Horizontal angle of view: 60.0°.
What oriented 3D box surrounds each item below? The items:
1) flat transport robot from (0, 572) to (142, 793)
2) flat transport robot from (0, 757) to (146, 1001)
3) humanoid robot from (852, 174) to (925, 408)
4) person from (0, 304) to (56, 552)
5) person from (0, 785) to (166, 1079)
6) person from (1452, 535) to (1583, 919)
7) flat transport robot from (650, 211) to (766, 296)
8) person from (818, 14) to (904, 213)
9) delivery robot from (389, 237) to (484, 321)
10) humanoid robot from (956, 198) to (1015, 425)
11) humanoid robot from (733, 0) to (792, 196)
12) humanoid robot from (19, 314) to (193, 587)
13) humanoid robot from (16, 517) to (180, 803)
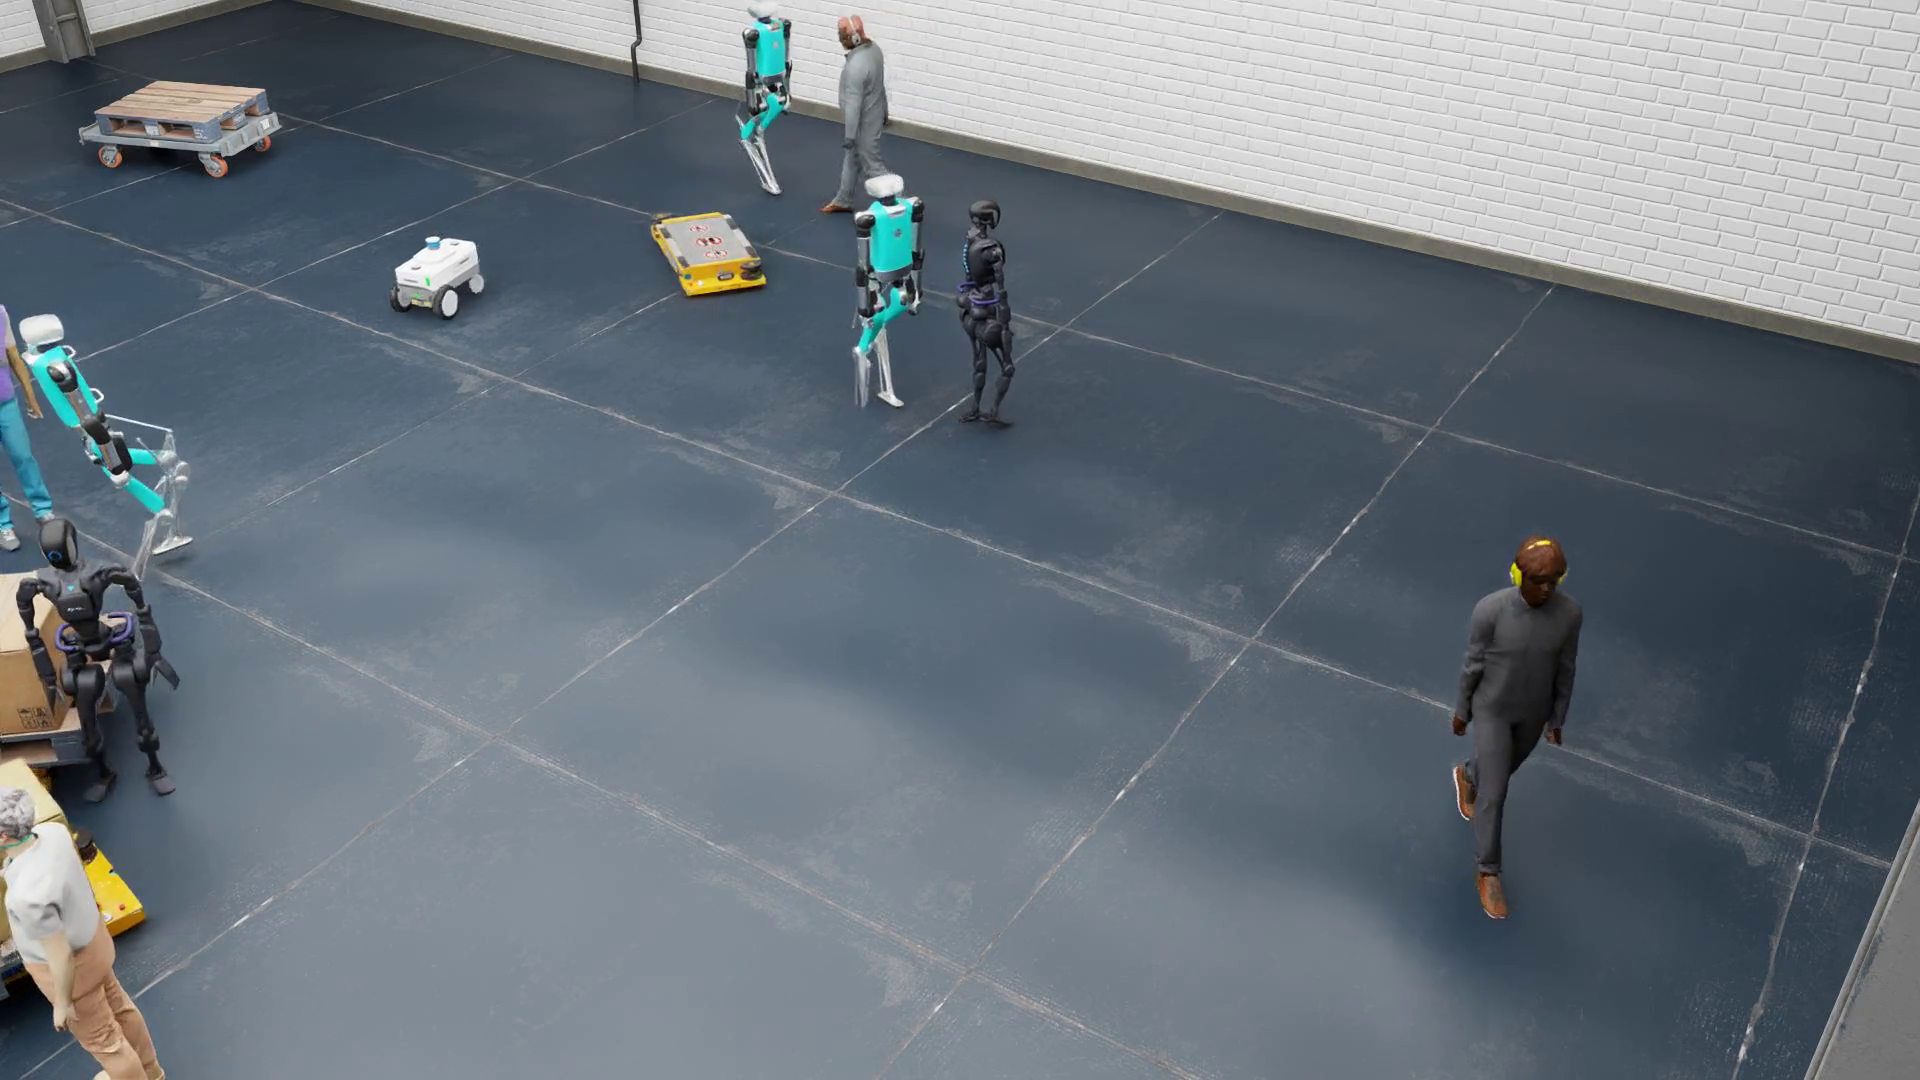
[{"bbox_3d":[-5.006,0.988,8.718,0.659,0.231,1.431,-5,33,-8],"label":"flat transport robot"},{"bbox_3d":[-4.493,1.825,7.416,1.431,0.231,0.659,-28,42,-36],"label":"flat transport robot"},{"bbox_3d":[-0.587,-1.692,11.598,0.542,1.876,0.679,-21,38,-29],"label":"humanoid robot"},{"bbox_3d":[-5.905,-0.817,10.084,0.562,1.834,0.424,-26,41,-34],"label":"person"},{"bbox_3d":[-3.411,1.613,6.379,0.304,1.744,0.491,-10,34,-14],"label":"person"},{"bbox_3d":[2.525,0.744,7.647,0.503,1.834,0.926,-2,33,-3],"label":"person"},{"bbox_3d":[-2.151,-2.454,14.075,0.659,0.231,1.431,-12,35,-18],"label":"flat transport robot"},{"bbox_3d":[-0.821,-3.658,14.493,0.917,1.854,0.707,7,33,10],"label":"person"},{"bbox_3d":[-4.179,-2.101,13.279,0.499,0.614,0.791,11,34,17],"label":"delivery robot"},{"bbox_3d":[0.168,-1.557,11.373,0.340,1.656,0.589,-16,36,-23],"label":"humanoid robot"},{"bbox_3d":[-1.863,-4.024,15.175,0.652,1.817,0.530,25,40,33],"label":"humanoid robot"},{"bbox_3d":[-4.877,-0.567,9.808,0.826,1.788,0.530,-27,42,-35],"label":"humanoid robot"},{"bbox_3d":[-4.141,0.579,8.059,0.599,1.649,0.345,-11,34,-17],"label":"humanoid robot"}]
